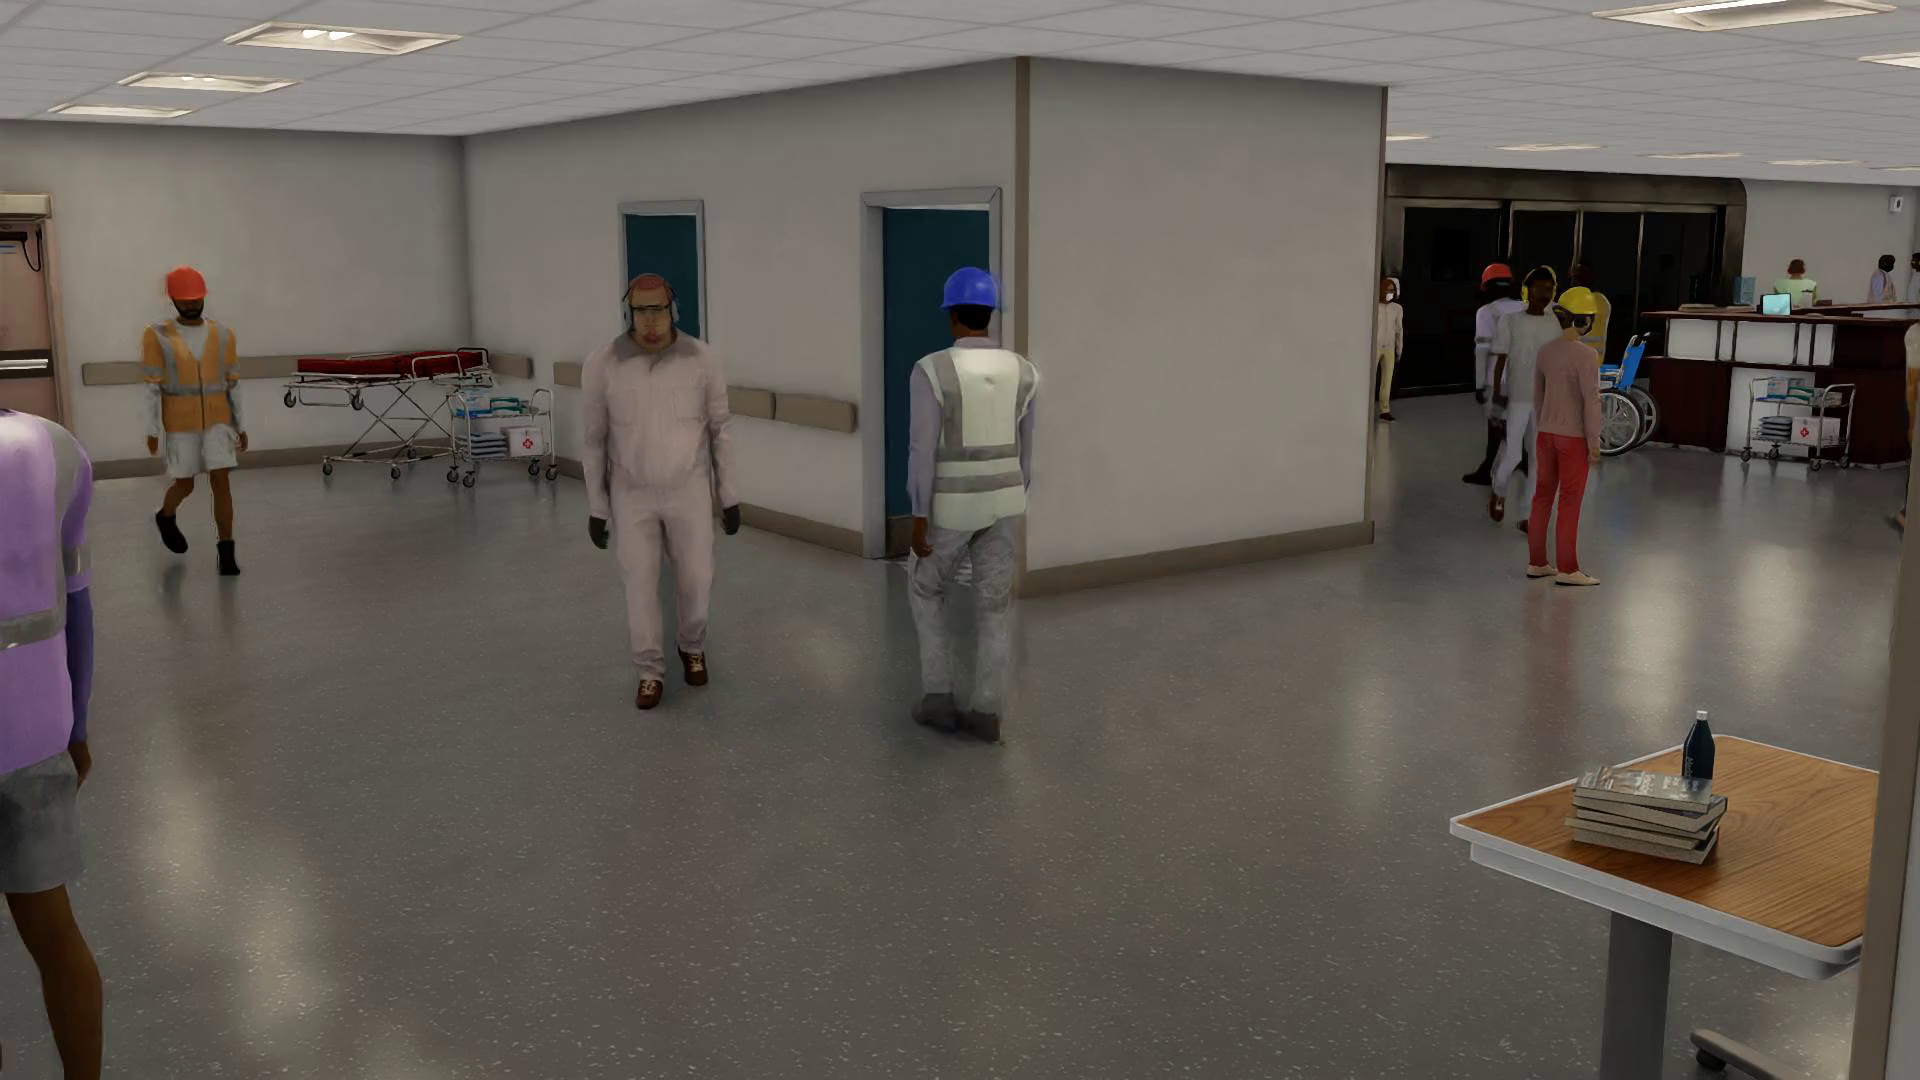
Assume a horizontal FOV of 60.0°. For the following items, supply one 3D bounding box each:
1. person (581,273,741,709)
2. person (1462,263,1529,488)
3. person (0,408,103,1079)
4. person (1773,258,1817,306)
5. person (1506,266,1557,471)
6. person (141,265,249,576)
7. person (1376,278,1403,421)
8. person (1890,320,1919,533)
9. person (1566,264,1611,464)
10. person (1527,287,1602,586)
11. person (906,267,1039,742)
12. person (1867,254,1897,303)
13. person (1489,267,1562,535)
[{"bbox_3d":[-1.318,-0.219,7.359,0.682,1.914,0.494,-2,10,-11],"label":"person"},{"bbox_3d":[4.497,-1.325,13.573,0.602,1.892,0.858,-5,11,-28],"label":"person"},{"bbox_3d":[-2.049,0.413,3.416,0.410,2.032,0.609,3,11,18],"label":"person"},{"bbox_3d":[11.940,-3.121,23.829,0.575,1.816,0.869,4,11,21],"label":"person"},{"bbox_3d":[5.087,-1.495,14.682,0.404,1.825,0.595,-9,13,-41],"label":"person"},{"bbox_3d":[-4.752,-0.750,10.295,0.585,1.903,0.792,-8,13,-39],"label":"person"},{"bbox_3d":[4.808,-2.157,18.944,0.504,1.627,0.285,-2,10,-14],"label":"person"},{"bbox_3d":[6.202,-0.777,10.615,0.525,1.830,0.416,-4,11,-20],"label":"person"},{"bbox_3d":[5.650,-1.591,15.214,0.628,1.835,0.432,-6,12,-29],"label":"person"},{"bbox_3d":[3.614,-0.613,9.890,0.308,1.769,0.524,-4,11,-20],"label":"person"},{"bbox_3d":[0.015,-0.153,6.861,0.629,1.917,0.655,-6,12,-29],"label":"person"},{"bbox_3d":[15.181,-3.776,27.415,0.430,1.839,0.619,6,12,31],"label":"person"},{"bbox_3d":[3.946,-0.962,11.573,0.538,1.860,0.506,-1,10,-4],"label":"person"}]
